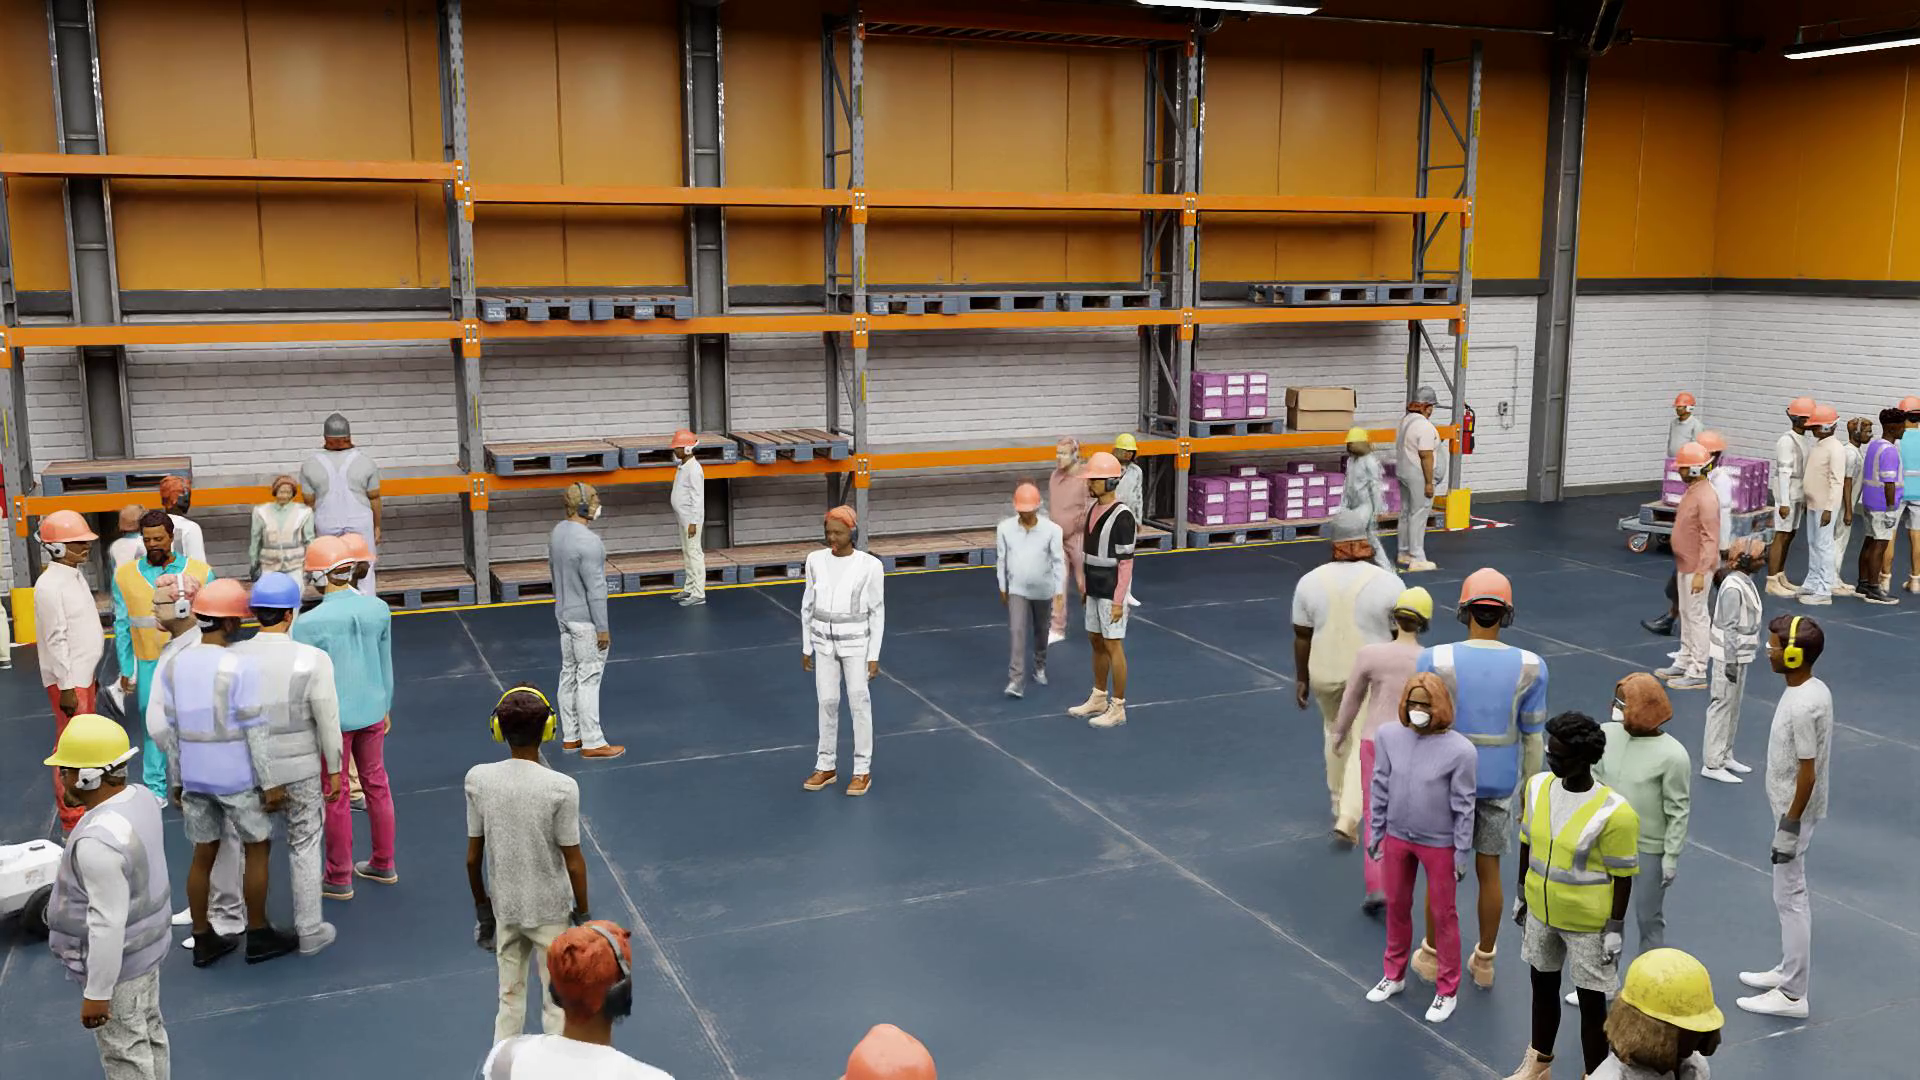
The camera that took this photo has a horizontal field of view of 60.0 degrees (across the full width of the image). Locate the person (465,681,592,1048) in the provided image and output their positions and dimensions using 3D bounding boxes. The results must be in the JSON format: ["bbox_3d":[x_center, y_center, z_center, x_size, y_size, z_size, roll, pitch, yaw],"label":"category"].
[{"bbox_3d":[-1.652,1.463,6.465,0.530,1.875,0.323,3,10,15],"label":"person"}]

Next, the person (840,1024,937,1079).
[{"bbox_3d":[-0.150,1.970,3.885,0.561,1.753,0.327,-8,12,-37],"label":"person"}]

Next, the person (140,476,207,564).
[{"bbox_3d":[-5.683,0.468,12.166,0.573,1.885,0.354,4,11,24],"label":"person"}]

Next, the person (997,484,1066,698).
[{"bbox_3d":[0.564,0.387,13.192,0.578,1.687,0.923,2,10,11],"label":"person"}]

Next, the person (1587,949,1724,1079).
[{"bbox_3d":[1.794,1.893,4.365,0.492,1.742,0.321,-7,12,-35],"label":"person"}]

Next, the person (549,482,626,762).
[{"bbox_3d":[-2.600,0.559,11.490,0.372,1.940,0.630,-8,13,-39],"label":"person"}]

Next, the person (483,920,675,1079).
[{"bbox_3d":[-0.963,1.880,4.159,0.587,1.854,0.836,5,11,27],"label":"person"}]

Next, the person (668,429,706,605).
[{"bbox_3d":[-2.721,-0.231,16.573,0.331,1.750,0.560,-4,11,-23],"label":"person"}]

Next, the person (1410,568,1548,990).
[{"bbox_3d":[2.438,1.138,7.912,0.612,2.028,0.409,1,10,4],"label":"person"}]

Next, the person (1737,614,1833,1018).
[{"bbox_3d":[3.811,1.263,7.644,0.310,1.864,0.534,5,11,28],"label":"person"}]

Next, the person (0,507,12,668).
[{"bbox_3d":[-8.151,0.252,13.783,0.333,1.749,0.574,0,10,1],"label":"person"}]

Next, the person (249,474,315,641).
[{"bbox_3d":[-5.789,0.241,14.221,0.553,1.616,0.369,-3,10,-17],"label":"person"}]

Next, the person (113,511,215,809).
[{"bbox_3d":[-4.930,0.763,10.372,0.590,1.919,0.392,-3,10,-16],"label":"person"}]

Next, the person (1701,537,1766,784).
[{"bbox_3d":[5.145,0.789,11.061,0.312,1.633,0.517,7,12,34],"label":"person"}]

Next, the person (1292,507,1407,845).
[{"bbox_3d":[2.358,0.766,10.000,0.679,2.000,0.945,6,12,32],"label":"person"}]

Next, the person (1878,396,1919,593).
[{"bbox_3d":[9.719,-0.464,17.121,0.614,2.035,0.409,2,10,10],"label":"person"}]

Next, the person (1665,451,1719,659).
[{"bbox_3d":[6.273,0.121,14.256,0.392,1.851,0.562,3,10,14],"label":"person"}]

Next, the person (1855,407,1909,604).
[{"bbox_3d":[9.243,-0.353,16.659,0.361,1.964,0.614,2,10,12],"label":"person"}]

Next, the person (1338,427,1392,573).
[{"bbox_3d":[4.214,-0.348,17.436,0.935,1.687,0.489,-3,10,-17],"label":"person"}]

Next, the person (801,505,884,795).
[{"bbox_3d":[-0.769,0.711,10.773,0.576,1.883,0.355,4,11,22],"label":"person"}]

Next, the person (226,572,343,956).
[{"bbox_3d":[-3.374,1.123,8.268,0.619,1.933,0.418,-1,10,-4],"label":"person"}]

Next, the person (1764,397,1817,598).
[{"bbox_3d":[8.491,-0.436,16.918,0.393,2.041,0.614,8,13,40],"label":"person"}]

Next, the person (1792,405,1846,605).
[{"bbox_3d":[8.568,-0.349,16.584,0.391,1.986,0.609,2,10,9],"label":"person"}]

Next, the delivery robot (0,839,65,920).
[{"bbox_3d":[-4.952,1.732,8.442,0.477,0.478,0.707,8,13,39],"label":"delivery robot"}]

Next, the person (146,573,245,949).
[{"bbox_3d":[-3.890,1.105,8.436,0.399,1.909,0.642,-6,12,-33],"label":"person"}]

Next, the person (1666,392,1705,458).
[{"bbox_3d":[9.035,-0.972,20.834,0.336,1.753,0.564,-2,10,-14],"label":"person"}]

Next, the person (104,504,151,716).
[{"bbox_3d":[-6.216,0.540,12.525,0.549,1.610,0.645,5,11,27],"label":"person"}]

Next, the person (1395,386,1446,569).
[{"bbox_3d":[5.119,-0.703,18.465,0.536,2.000,0.680,-2,10,-9],"label":"person"}]

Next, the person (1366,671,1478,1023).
[{"bbox_3d":[2.115,1.389,7.623,0.493,1.628,0.295,9,13,41],"label":"person"}]

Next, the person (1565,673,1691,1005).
[{"bbox_3d":[3.050,1.395,7.553,0.285,1.631,0.501,-6,11,-30],"label":"person"}]

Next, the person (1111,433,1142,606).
[{"bbox_3d":[1.589,-0.186,16.377,0.485,1.738,0.346,-5,11,-26],"label":"person"}]

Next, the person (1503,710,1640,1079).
[{"bbox_3d":[2.456,1.510,6.708,0.318,1.694,0.539,-6,11,-31],"label":"person"}]

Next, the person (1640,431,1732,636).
[{"bbox_3d":[6.733,-0.045,15.134,0.930,1.890,0.552,2,10,11],"label":"person"}]

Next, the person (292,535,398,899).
[{"bbox_3d":[-3.360,0.958,9.065,0.403,1.986,0.611,6,12,32],"label":"person"}]

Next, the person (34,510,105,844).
[{"bbox_3d":[-5.262,0.807,9.894,0.381,1.994,0.613,-3,10,-17],"label":"person"}]

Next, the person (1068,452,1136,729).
[{"bbox_3d":[1.052,0.367,12.291,0.375,2.044,0.605,-4,11,-23],"label":"person"}]

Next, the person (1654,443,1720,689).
[{"bbox_3d":[5.875,0.208,13.370,0.401,1.986,0.612,2,10,10],"label":"person"}]

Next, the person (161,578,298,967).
[{"bbox_3d":[-3.587,1.147,8.154,0.625,1.924,0.443,4,11,21],"label":"person"}]

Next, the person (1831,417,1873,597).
[{"bbox_3d":[9.068,-0.343,16.993,0.349,1.837,0.502,5,11,27],"label":"person"}]

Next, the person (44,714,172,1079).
[{"bbox_3d":[-3.140,1.536,6.164,0.404,1.833,0.593,-2,10,-14],"label":"person"}]

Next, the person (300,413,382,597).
[{"bbox_3d":[-5.643,-0.146,15.252,0.684,2.000,0.538,-2,10,-14],"label":"person"}]

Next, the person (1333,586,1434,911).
[{"bbox_3d":[2.324,1.110,8.980,0.605,1.710,0.911,3,10,18],"label":"person"}]
